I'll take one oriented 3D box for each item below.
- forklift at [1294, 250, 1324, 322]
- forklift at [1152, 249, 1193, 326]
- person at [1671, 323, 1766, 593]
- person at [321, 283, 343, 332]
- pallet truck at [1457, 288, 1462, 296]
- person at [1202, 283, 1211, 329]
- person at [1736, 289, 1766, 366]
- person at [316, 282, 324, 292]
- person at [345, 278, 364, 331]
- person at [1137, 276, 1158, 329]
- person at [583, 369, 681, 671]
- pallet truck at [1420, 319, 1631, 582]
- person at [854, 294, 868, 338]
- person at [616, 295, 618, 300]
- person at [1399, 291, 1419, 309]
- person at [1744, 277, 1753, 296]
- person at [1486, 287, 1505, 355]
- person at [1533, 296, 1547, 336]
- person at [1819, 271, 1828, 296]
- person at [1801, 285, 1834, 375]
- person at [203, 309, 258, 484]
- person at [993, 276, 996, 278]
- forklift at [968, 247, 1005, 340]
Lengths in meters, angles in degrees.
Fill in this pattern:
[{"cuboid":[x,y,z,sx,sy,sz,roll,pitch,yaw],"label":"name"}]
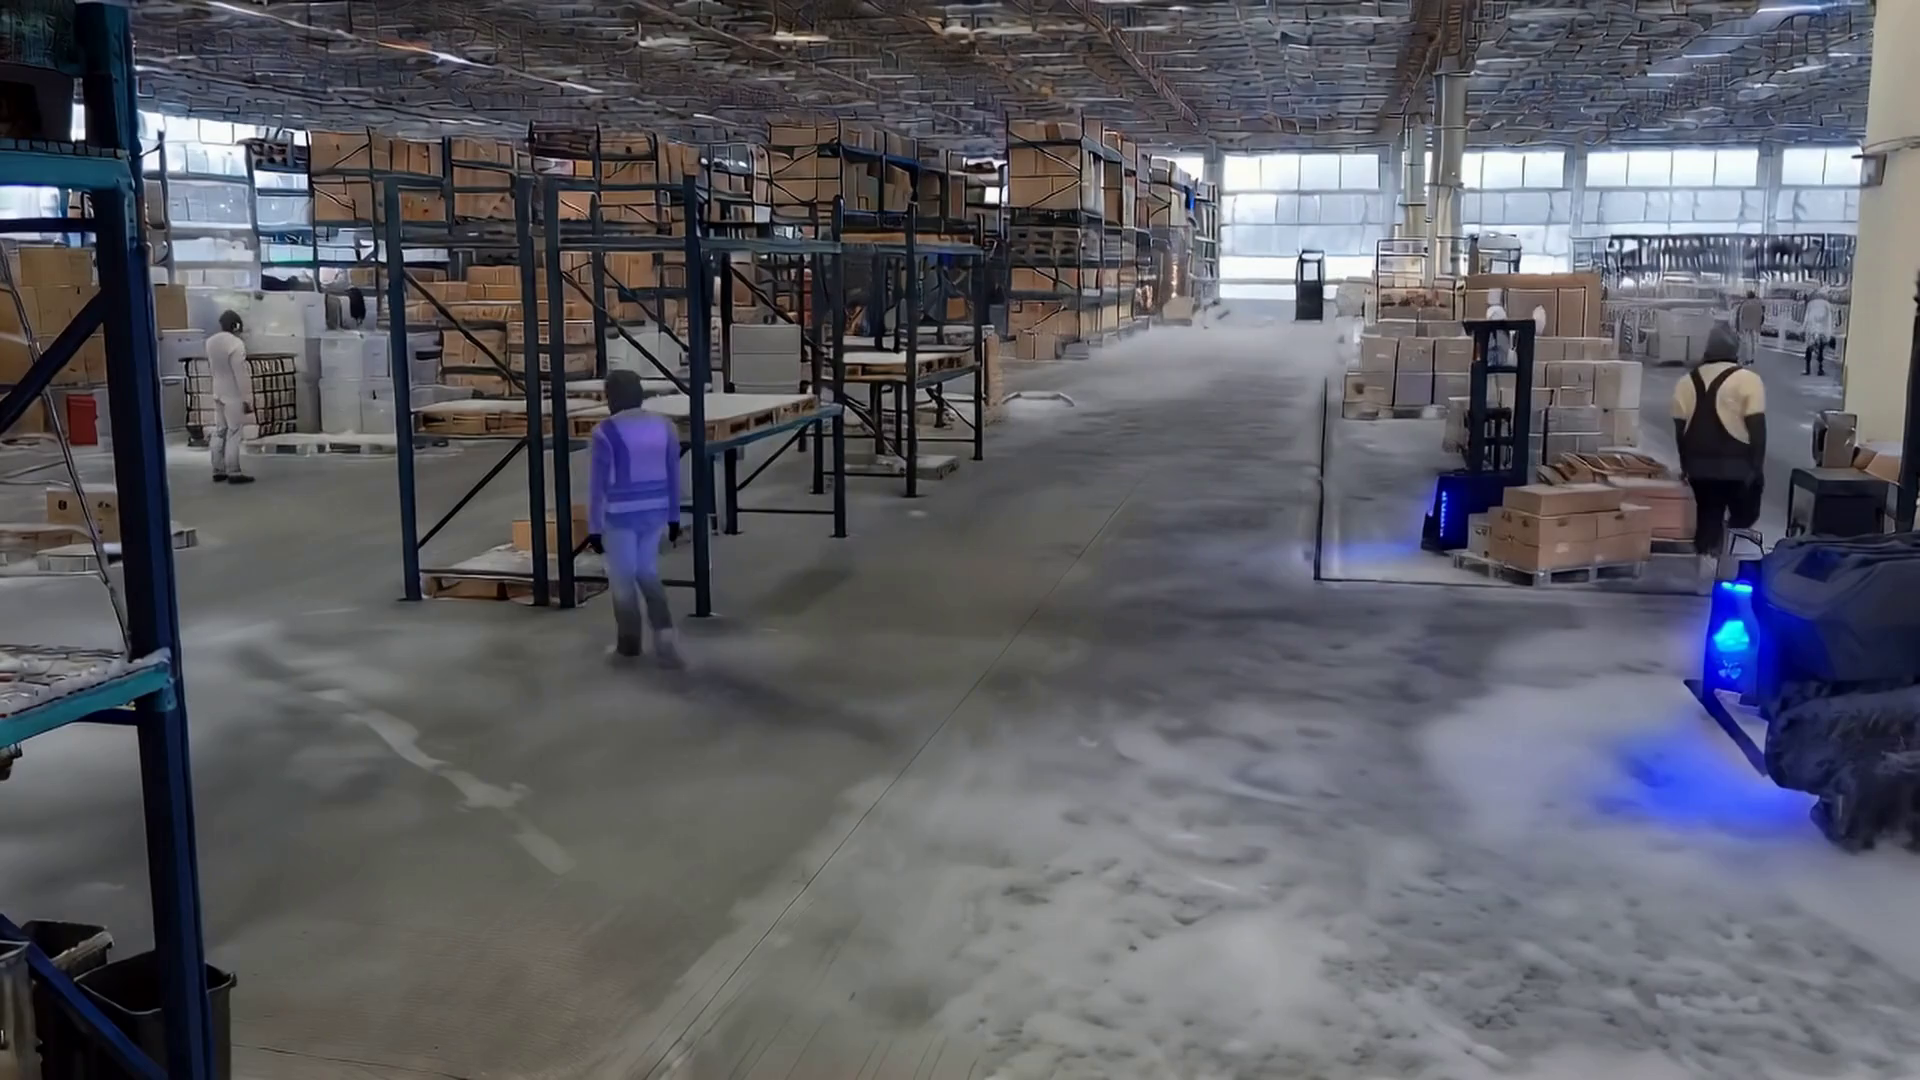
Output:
[{"cuboid":[13.778,-10.002,65.433,1.129,2.768,1.873,2,10,12],"label":"forklift"},{"cuboid":[7.646,-9.320,61.395,1.873,2.768,1.129,2,10,11],"label":"forklift"},{"cuboid":[5.602,-0.605,12.272,0.613,2.000,0.710,-6,11,-33],"label":"person"},{"cuboid":[-14.585,-4.967,38.438,0.630,1.931,0.366,-7,12,-34],"label":"person"},{"cuboid":[20.506,-9.785,68.819,0.653,1.274,1.630,2,10,12],"label":"pallet truck"},{"cuboid":[8.785,-8.330,59.216,0.286,1.633,0.500,1,10,4],"label":"person"},{"cuboid":[18.517,-4.990,38.987,0.617,1.781,0.915,4,10,22],"label":"person"},{"cuboid":[-15.561,-5.331,40.618,0.587,1.920,0.392,-2,10,-11],"label":"person"},{"cuboid":[-15.748,-5.816,43.336,0.432,1.981,0.628,-3,10,-19],"label":"person"},{"cuboid":[6.558,-8.397,58.933,1.050,1.874,0.573,3,10,19],"label":"person"},{"cuboid":[-1.967,-0.112,9.973,0.642,1.829,0.432,-9,13,-44],"label":"person"},{"cuboid":[4.543,-0.757,13.299,0.823,1.965,1.885,-4,10,-22],"label":"pallet truck"},{"cuboid":[-2.253,-4.735,37.749,0.317,1.696,0.537,0,10,2],"label":"person"},{"cuboid":[-8.503,-5.253,41.012,0.522,1.631,0.321,0,10,2],"label":"person"},{"cuboid":[10.808,-5.160,40.184,0.534,1.724,0.890,7,12,37],"label":"person"},{"cuboid":[33.119,-10.197,70.055,0.947,1.717,0.522,3,10,16],"label":"person"},{"cuboid":[9.936,-3.723,30.959,0.372,1.963,0.608,1,10,4],"label":"person"},{"cuboid":[13.392,-4.854,38.647,0.570,1.620,0.529,4,10,23],"label":"person"},{"cuboid":[42.912,-12.437,82.757,1.081,1.883,0.708,4,10,23],"label":"person"},{"cuboid":[18.374,-4.485,35.628,0.608,1.921,0.426,4,11,25],"label":"person"},{"cuboid":[-8.080,-1.586,18.396,0.635,1.936,0.356,6,11,32],"label":"person"},{"cuboid":[1.967,-14.432,94.527,0.883,1.924,0.614,2,10,9],"label":"person"},{"cuboid":[0.932,-7.432,50.215,1.129,2.768,1.873,2,10,12],"label":"forklift"}]
